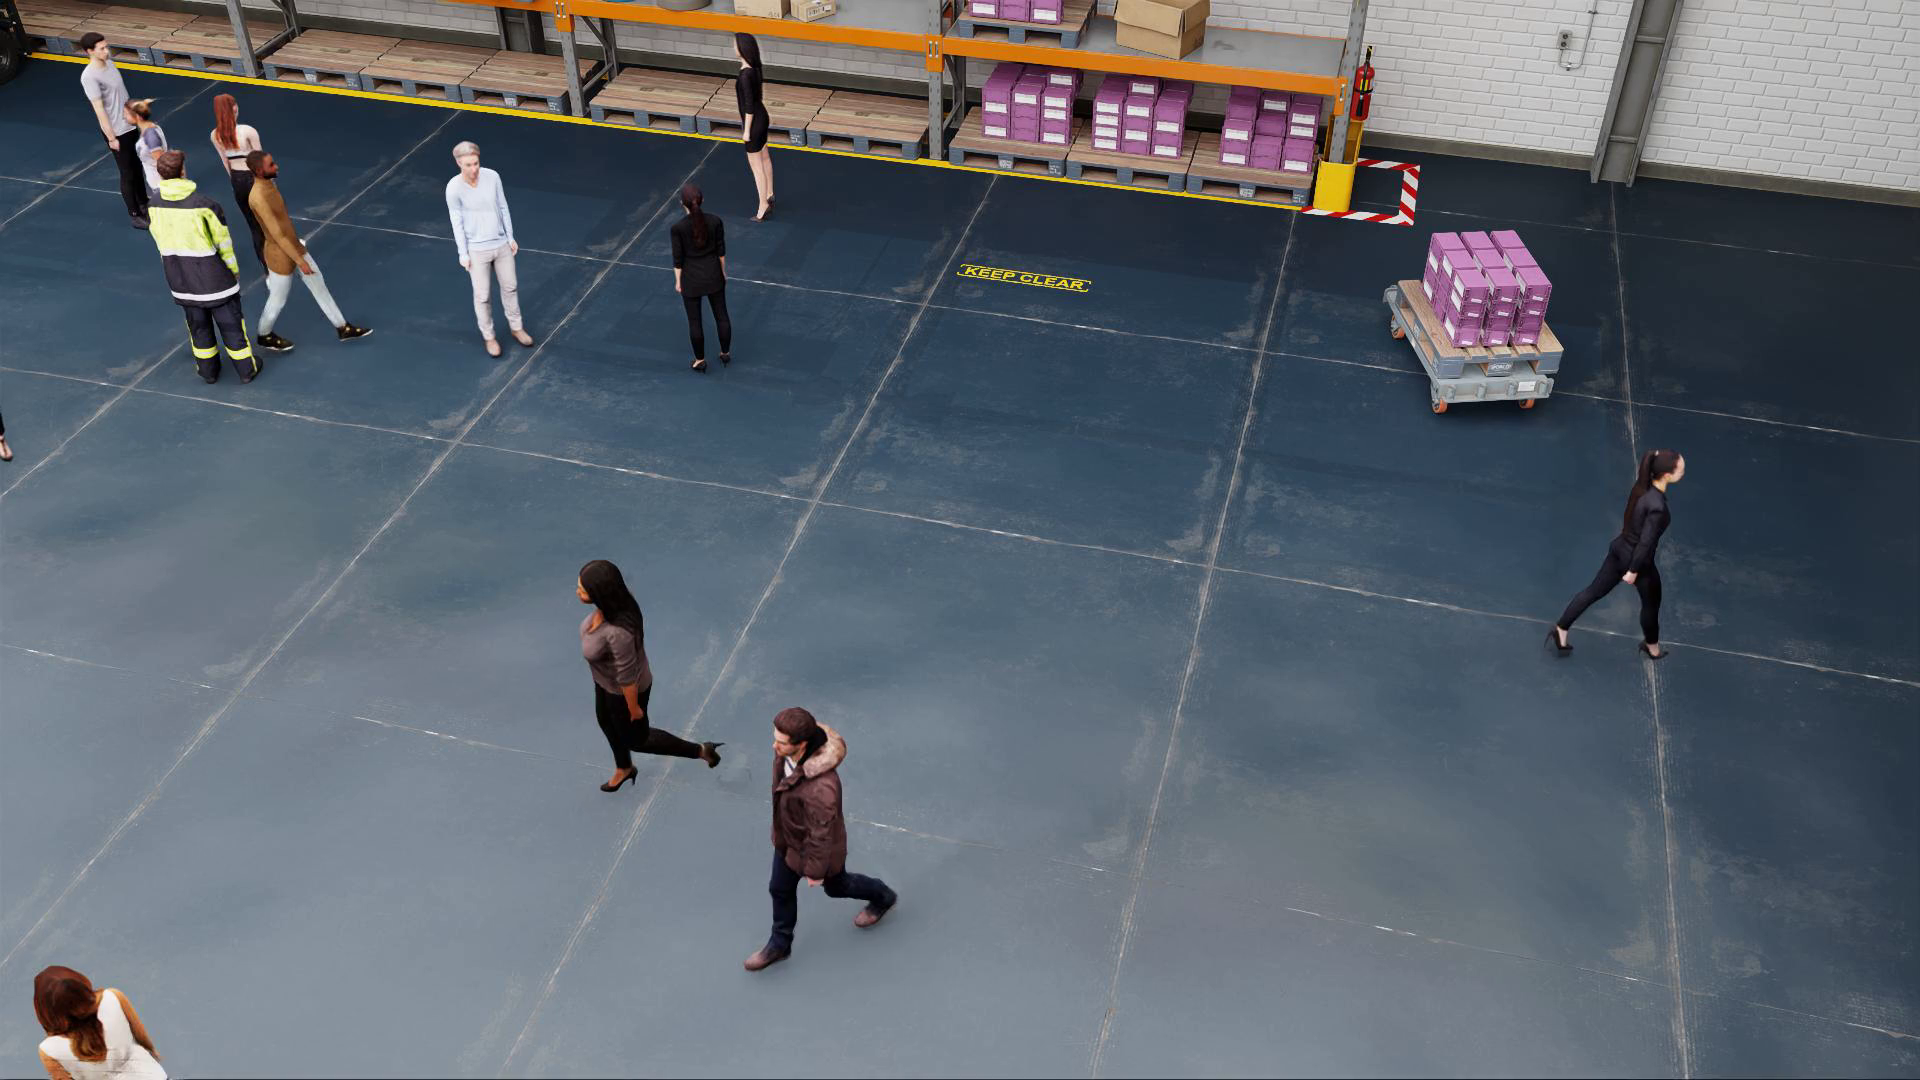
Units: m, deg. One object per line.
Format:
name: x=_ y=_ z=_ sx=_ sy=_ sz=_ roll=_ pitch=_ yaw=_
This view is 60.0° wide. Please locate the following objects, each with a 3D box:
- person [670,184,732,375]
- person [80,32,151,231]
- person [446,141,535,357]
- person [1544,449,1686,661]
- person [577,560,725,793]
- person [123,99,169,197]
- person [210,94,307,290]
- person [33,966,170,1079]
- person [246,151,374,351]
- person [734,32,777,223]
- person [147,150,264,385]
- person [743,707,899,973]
person: x=-2.095 y=-2.112 z=13.512 sx=0.680 sy=1.662 sz=0.751 roll=-17 pitch=42 yaw=-20
person: x=-7.836 y=-3.823 z=15.495 sx=0.650 sy=1.862 sz=0.722 roll=-1 pitch=39 yaw=-1
person: x=-3.915 y=-2.424 z=13.721 sx=0.751 sy=1.888 sz=0.776 roll=-27 pitch=46 yaw=-30
person: x=4.242 y=0.126 z=10.703 sx=1.079 sy=1.670 sz=0.728 roll=3 pitch=39 yaw=4
person: x=-1.853 y=0.835 z=9.699 sx=1.117 sy=1.815 sz=0.950 roll=-9 pitch=40 yaw=-11
person: x=-7.049 y=-3.181 z=14.896 sx=0.847 sy=1.606 sz=0.771 roll=-14 pitch=41 yaw=-16
person: x=-6.259 y=-3.021 z=14.604 sx=0.985 sy=1.719 sz=0.822 roll=2 pitch=39 yaw=2
person: x=-3.747 y=2.564 z=7.576 sx=1.115 sy=1.762 sz=0.901 roll=30 pitch=47 yaw=32
person: x=-5.648 y=-2.311 z=13.672 sx=1.261 sy=1.774 sz=0.917 roll=-4 pitch=39 yaw=-5
person: x=-1.925 y=-3.870 z=15.601 sx=0.509 sy=1.802 sz=0.613 roll=7 pitch=39 yaw=9
person: x=-6.099 y=-2.172 z=13.334 sx=0.696 sy=1.979 sz=0.890 roll=-1 pitch=39 yaw=-1
person: x=-0.705 y=1.545 z=8.818 sx=1.276 sy=1.805 sz=1.227 roll=-21 pitch=43 yaw=-24
